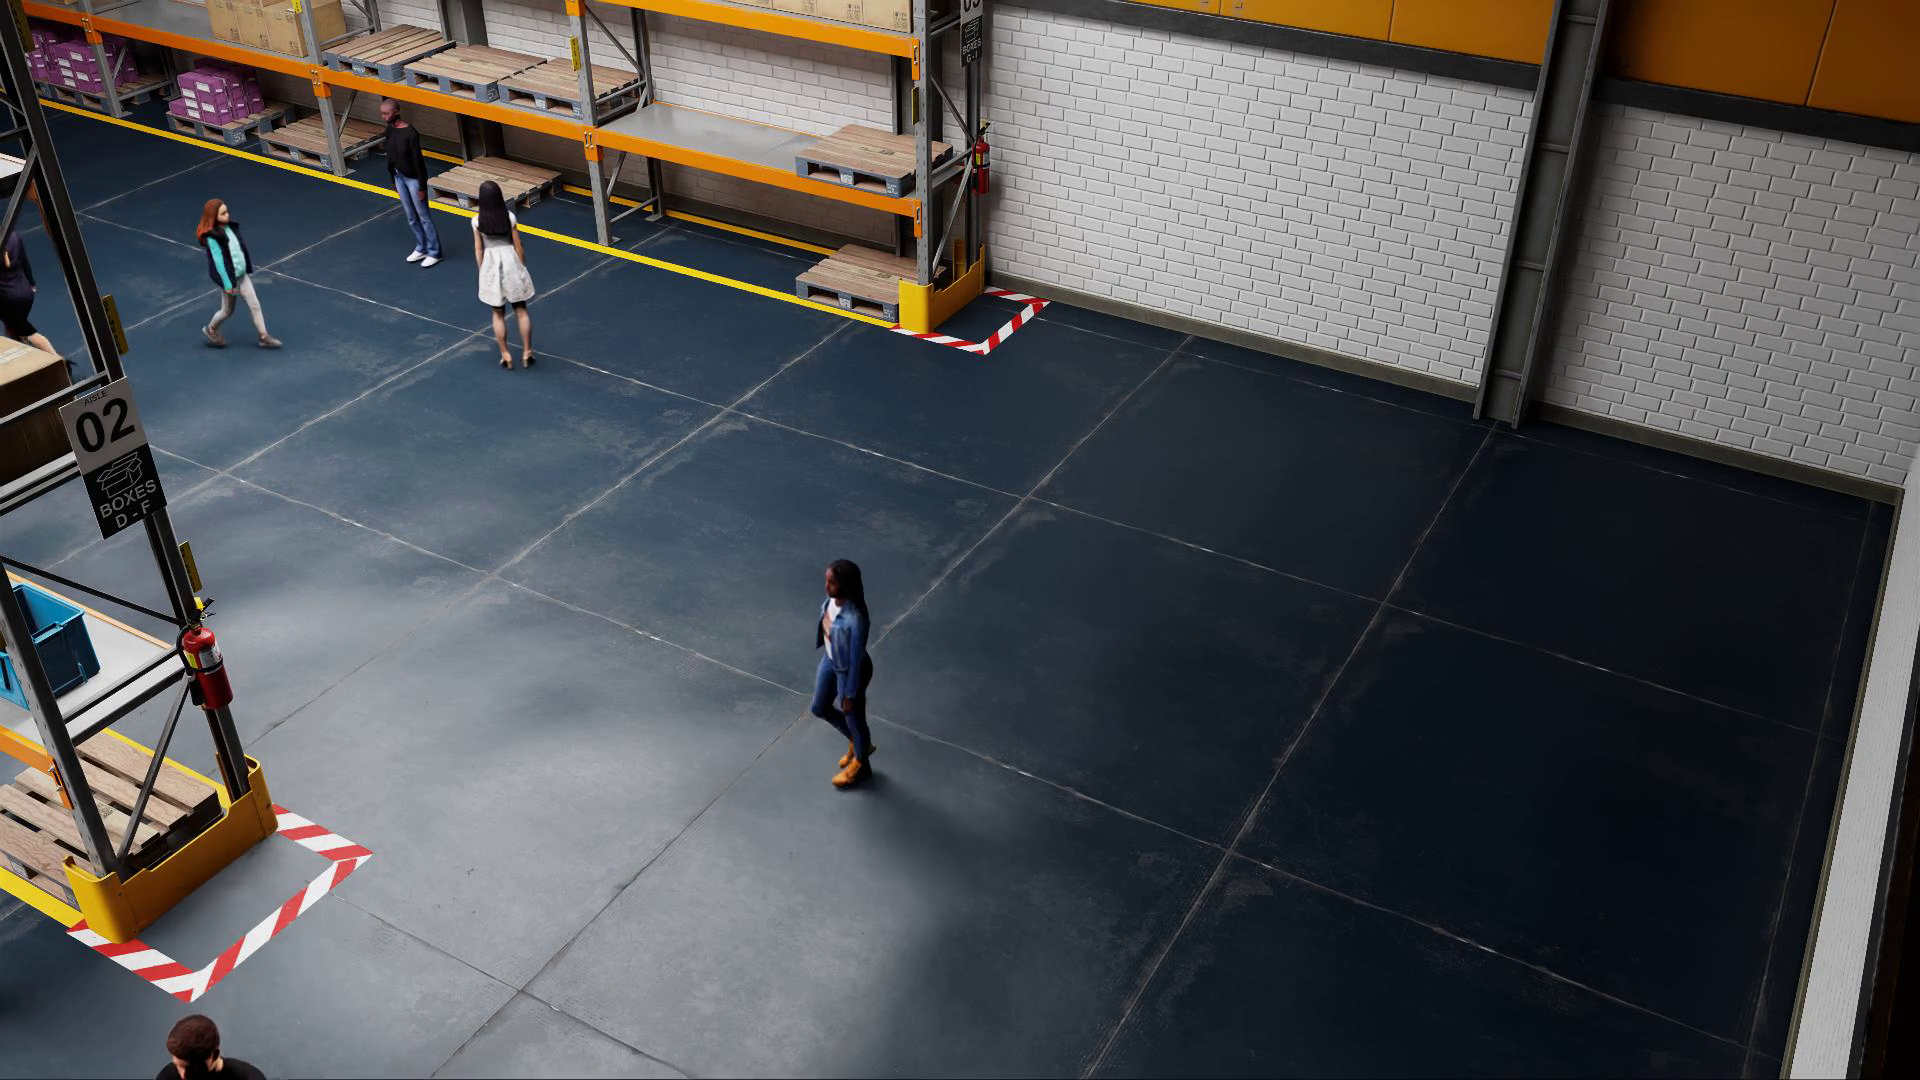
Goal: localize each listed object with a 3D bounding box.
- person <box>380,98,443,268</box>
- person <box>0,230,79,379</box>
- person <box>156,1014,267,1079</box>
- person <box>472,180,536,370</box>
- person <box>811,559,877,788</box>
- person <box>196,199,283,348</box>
[{"bbox_3d":[-5.614,-3.676,17.013,0.486,1.744,0.661,16,37,23],"label":"person"},{"bbox_3d":[-8.372,-2.136,14.797,1.172,1.632,0.895,8,34,12],"label":"person"},{"bbox_3d":[-3.137,2.689,7.336,0.957,1.854,0.958,3,34,4],"label":"person"},{"bbox_3d":[-4.131,-2.396,15.062,0.777,1.771,0.835,-9,35,-13],"label":"person"},{"bbox_3d":[-0.619,0.810,10.299,0.818,1.704,0.735,-15,37,-22],"label":"person"},{"bbox_3d":[-6.816,-2.440,15.399,1.027,1.471,0.789,5,34,8],"label":"person"}]
